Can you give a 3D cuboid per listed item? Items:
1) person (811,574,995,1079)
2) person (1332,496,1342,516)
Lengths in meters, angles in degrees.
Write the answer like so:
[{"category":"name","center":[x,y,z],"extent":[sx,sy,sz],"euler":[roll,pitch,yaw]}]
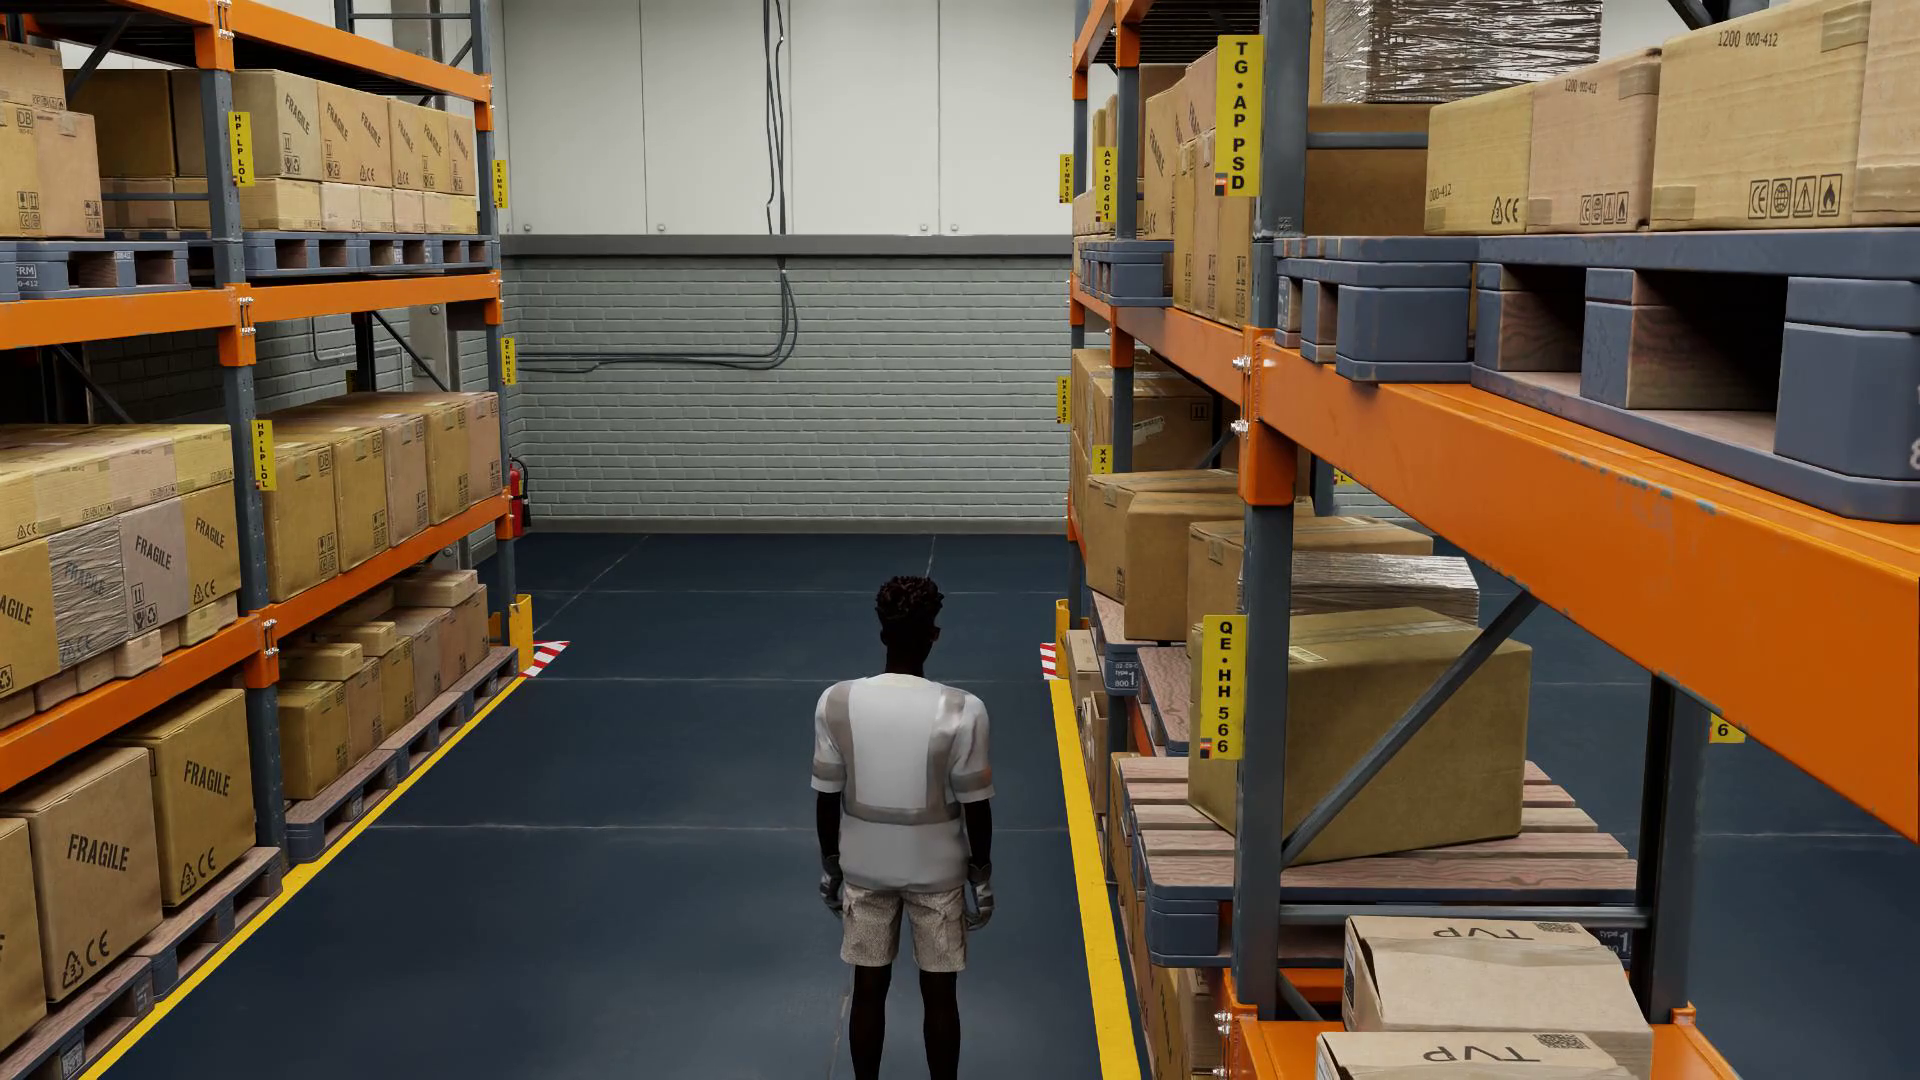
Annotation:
[{"category":"person","center":[-0.180,1.081,5.542],"extent":[0.614,1.963,0.362],"euler":[2,10,14]},{"category":"person","center":[2.408,0.218,11.477],"extent":[0.508,1.581,0.865],"euler":[-2,10,-14]}]
